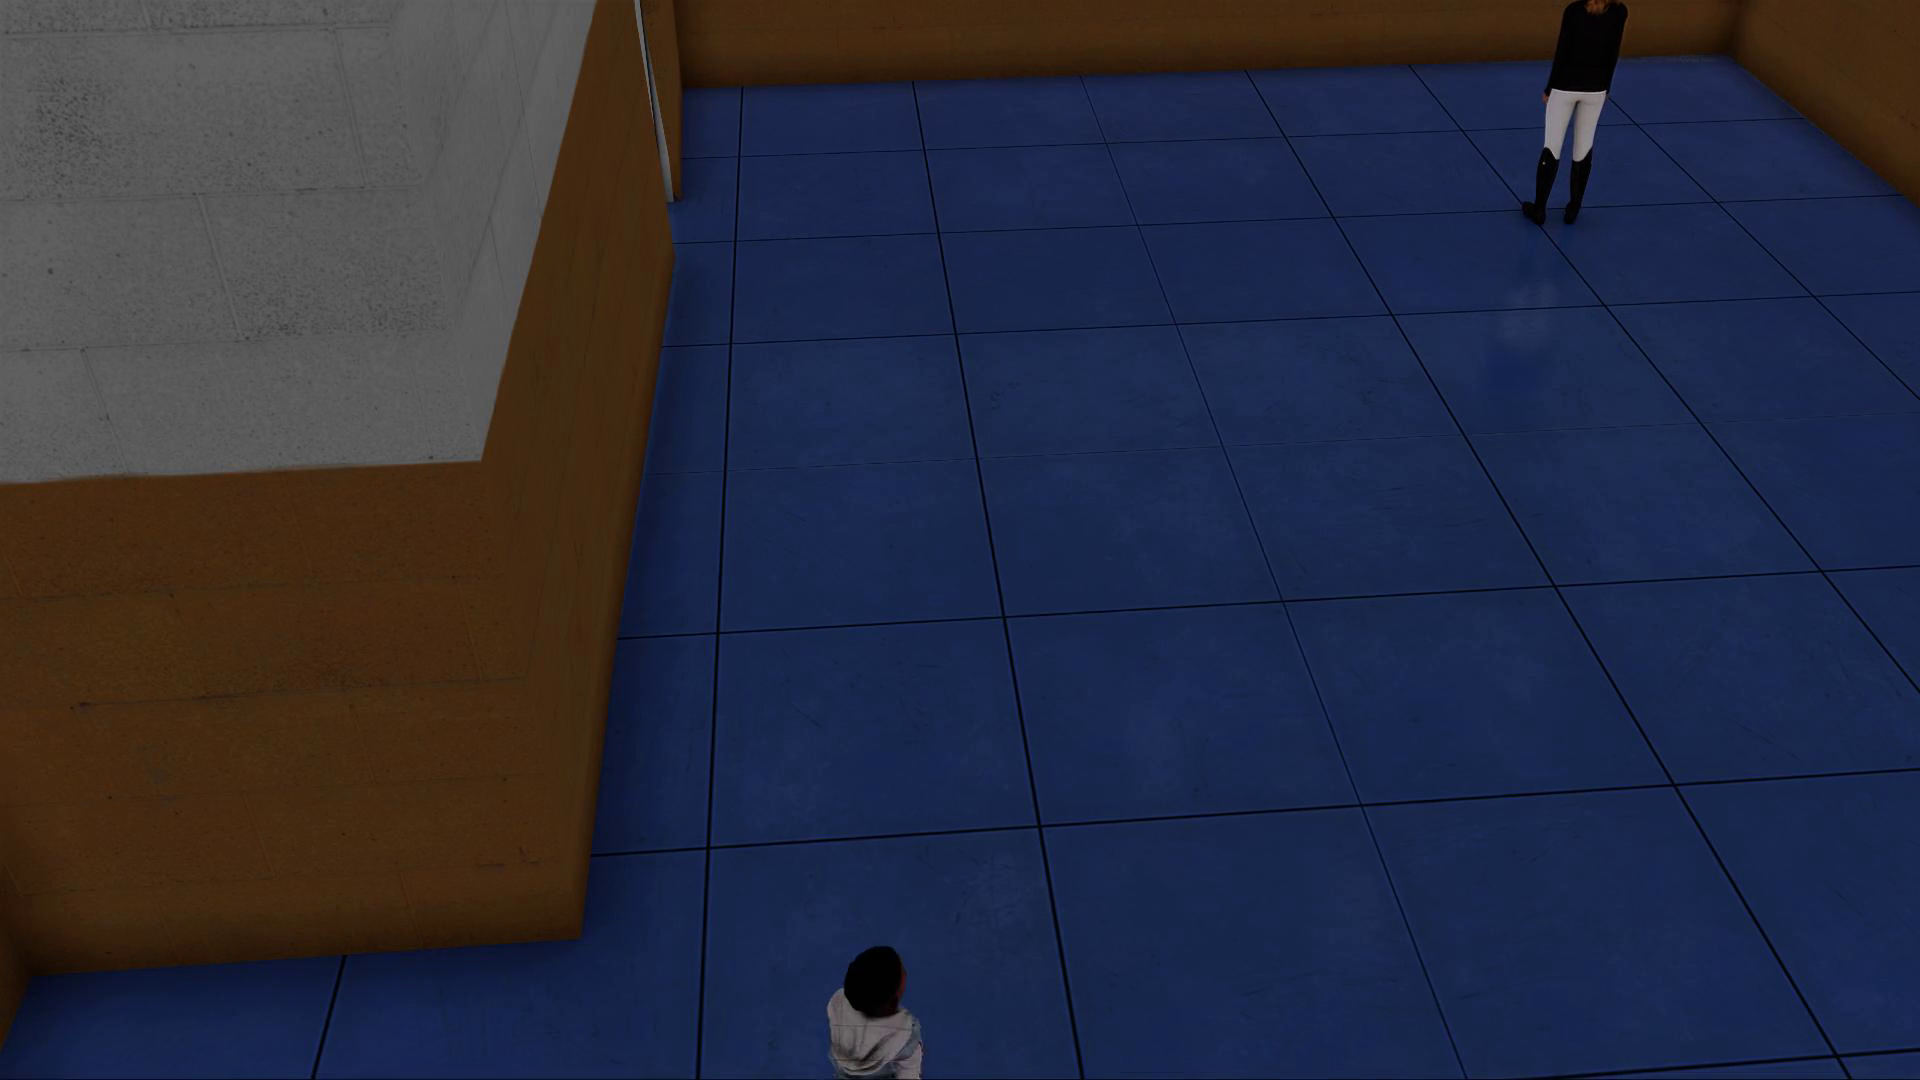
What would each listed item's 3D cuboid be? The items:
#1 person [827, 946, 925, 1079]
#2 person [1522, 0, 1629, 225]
[{"bbox_3d":[-0.287,1.710,4.976,0.858,1.228,0.812,16,40,21],"label":"person"},{"bbox_3d":[3.940,-2.856,10.627,0.501,1.729,0.655,1,37,1],"label":"person"}]
